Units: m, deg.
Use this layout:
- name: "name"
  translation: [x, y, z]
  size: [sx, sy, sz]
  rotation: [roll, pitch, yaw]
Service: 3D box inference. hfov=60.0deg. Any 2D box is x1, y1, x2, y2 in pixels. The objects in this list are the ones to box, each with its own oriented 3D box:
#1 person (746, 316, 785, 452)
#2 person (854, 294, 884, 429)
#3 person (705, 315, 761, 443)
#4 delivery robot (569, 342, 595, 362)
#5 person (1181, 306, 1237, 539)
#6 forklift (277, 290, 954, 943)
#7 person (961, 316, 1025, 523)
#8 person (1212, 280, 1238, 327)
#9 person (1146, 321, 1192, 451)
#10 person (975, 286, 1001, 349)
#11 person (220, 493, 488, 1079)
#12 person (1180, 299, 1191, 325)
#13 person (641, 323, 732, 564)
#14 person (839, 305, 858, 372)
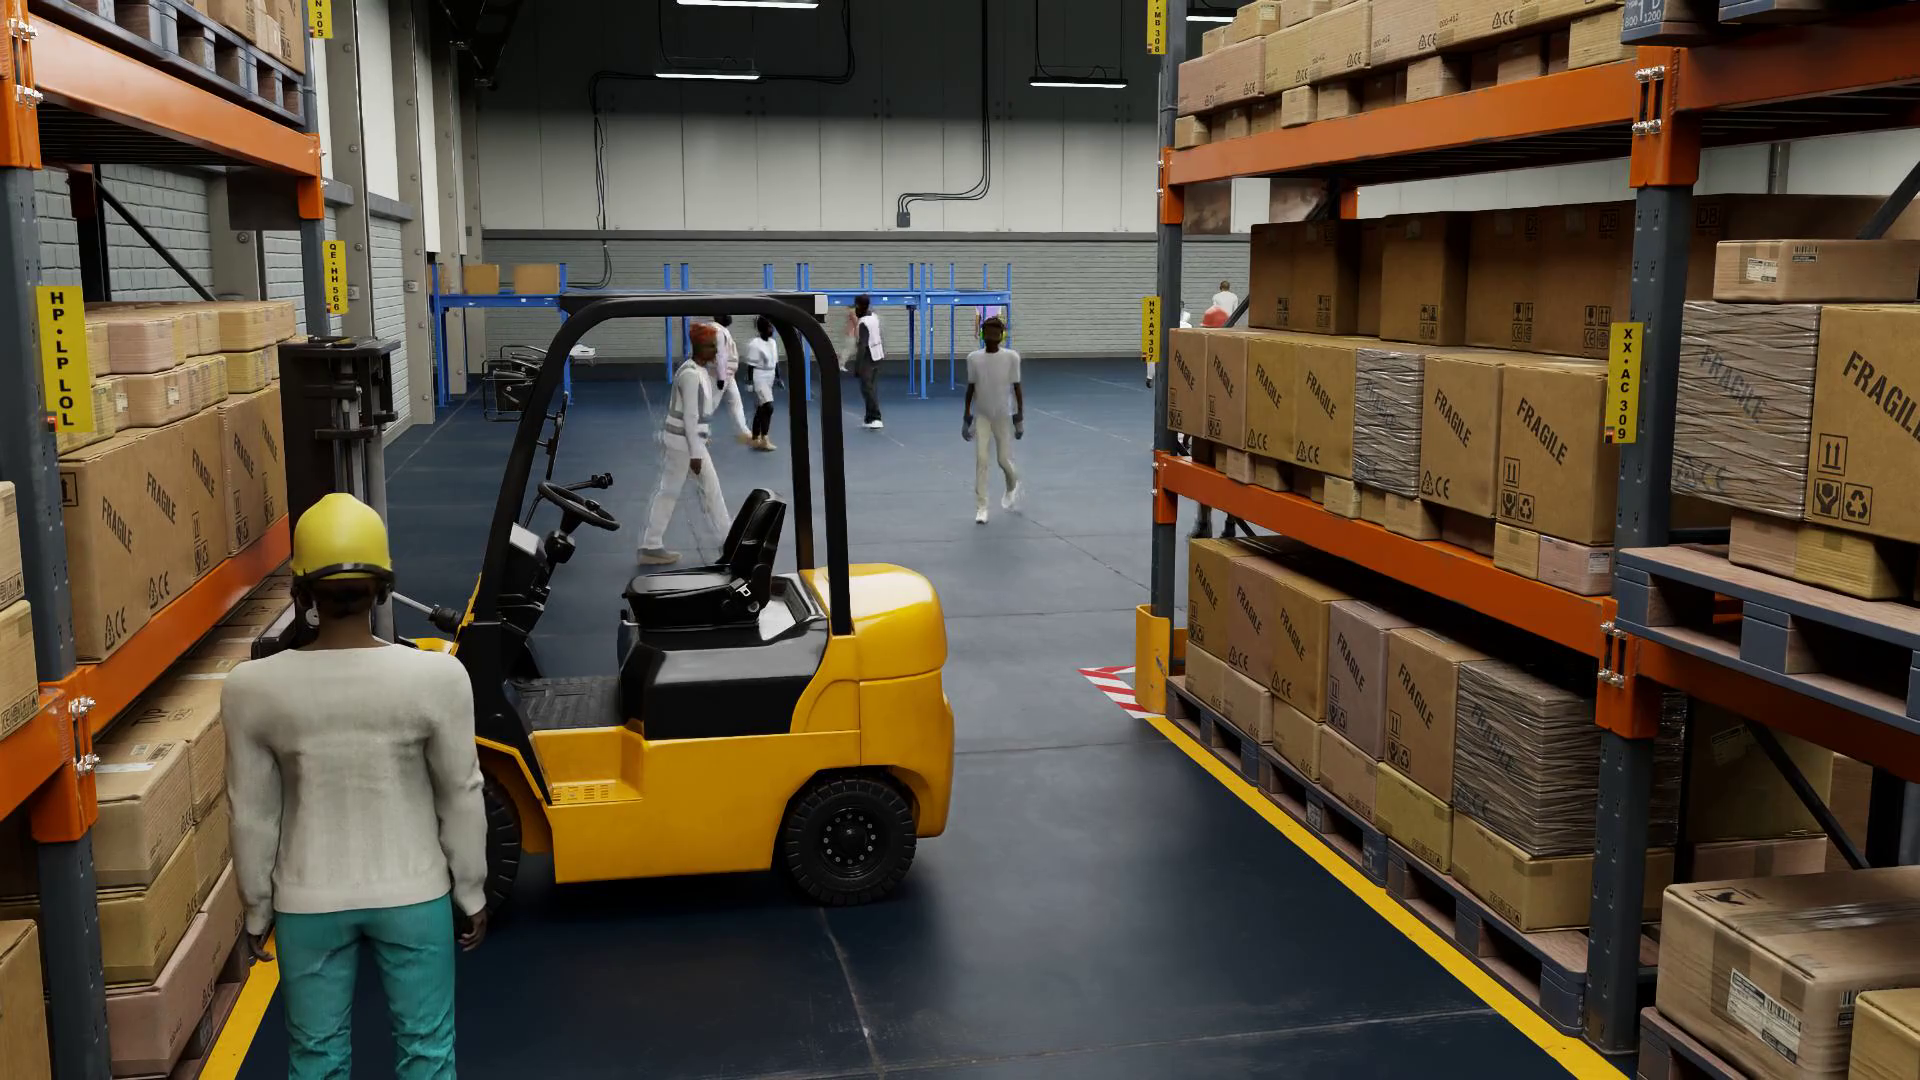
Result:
- name: "person"
  translation: [-2.350, -1.906, 20.298]
  size: [0.590, 1.672, 0.541]
  rotation: [3, 10, 20]
- name: "person"
  translation: [-1.262, -2.476, 23.163]
  size: [0.367, 1.878, 0.719]
  rotation: [2, 9, 10]
- name: "person"
  translation: [-3.083, -2.126, 21.287]
  size: [0.951, 1.794, 0.629]
  rotation: [-1, 9, -5]
- name: "delivery robot"
  translation: [-8.711, -4.290, 38.060]
  size: [0.707, 0.478, 0.477]
  rotation: [-2, 10, -12]
- name: "person"
  translation: [2.081, -0.931, 13.591]
  size: [0.561, 1.928, 0.425]
  rotation: [-2, 9, -10]
- name: "forklift"
  translation: [-1.179, 0.175, 6.143]
  size: [2.313, 2.155, 1.214]
  rotation: [-2, 10, -12]
- name: "person"
  translation: [0.307, -1.108, 14.974]
  size: [0.577, 1.833, 0.807]
  rotation: [2, 9, 11]
- name: "person"
  translation: [6.204, -5.120, 39.067]
  size: [0.635, 1.939, 0.366]
  rotation: [-2, 10, -12]
- name: "person"
  translation: [2.568, -2.037, 20.436]
  size: [0.583, 1.884, 0.350]
  rotation: [-2, 10, -12]
- name: "person"
  translation: [0.593, -4.393, 34.902]
  size: [0.570, 1.849, 0.384]
  rotation: [-2, 10, -12]
- name: "person"
  translation: [-1.298, 0.778, 3.628]
  size: [0.532, 1.772, 0.300]
  rotation: [-2, 10, -12]
- name: "person"
  translation: [4.308, -3.910, 32.628]
  size: [0.548, 1.616, 0.563]
  rotation: [-2, 10, -12]
- name: "person"
  translation: [-1.982, -0.717, 12.561]
  size: [0.996, 1.826, 0.580]
  rotation: [1, 9, 4]
- name: "person"
  translation: [-2.262, -4.422, 35.867]
  size: [0.875, 1.592, 0.536]
  rotation: [1, 9, 4]
